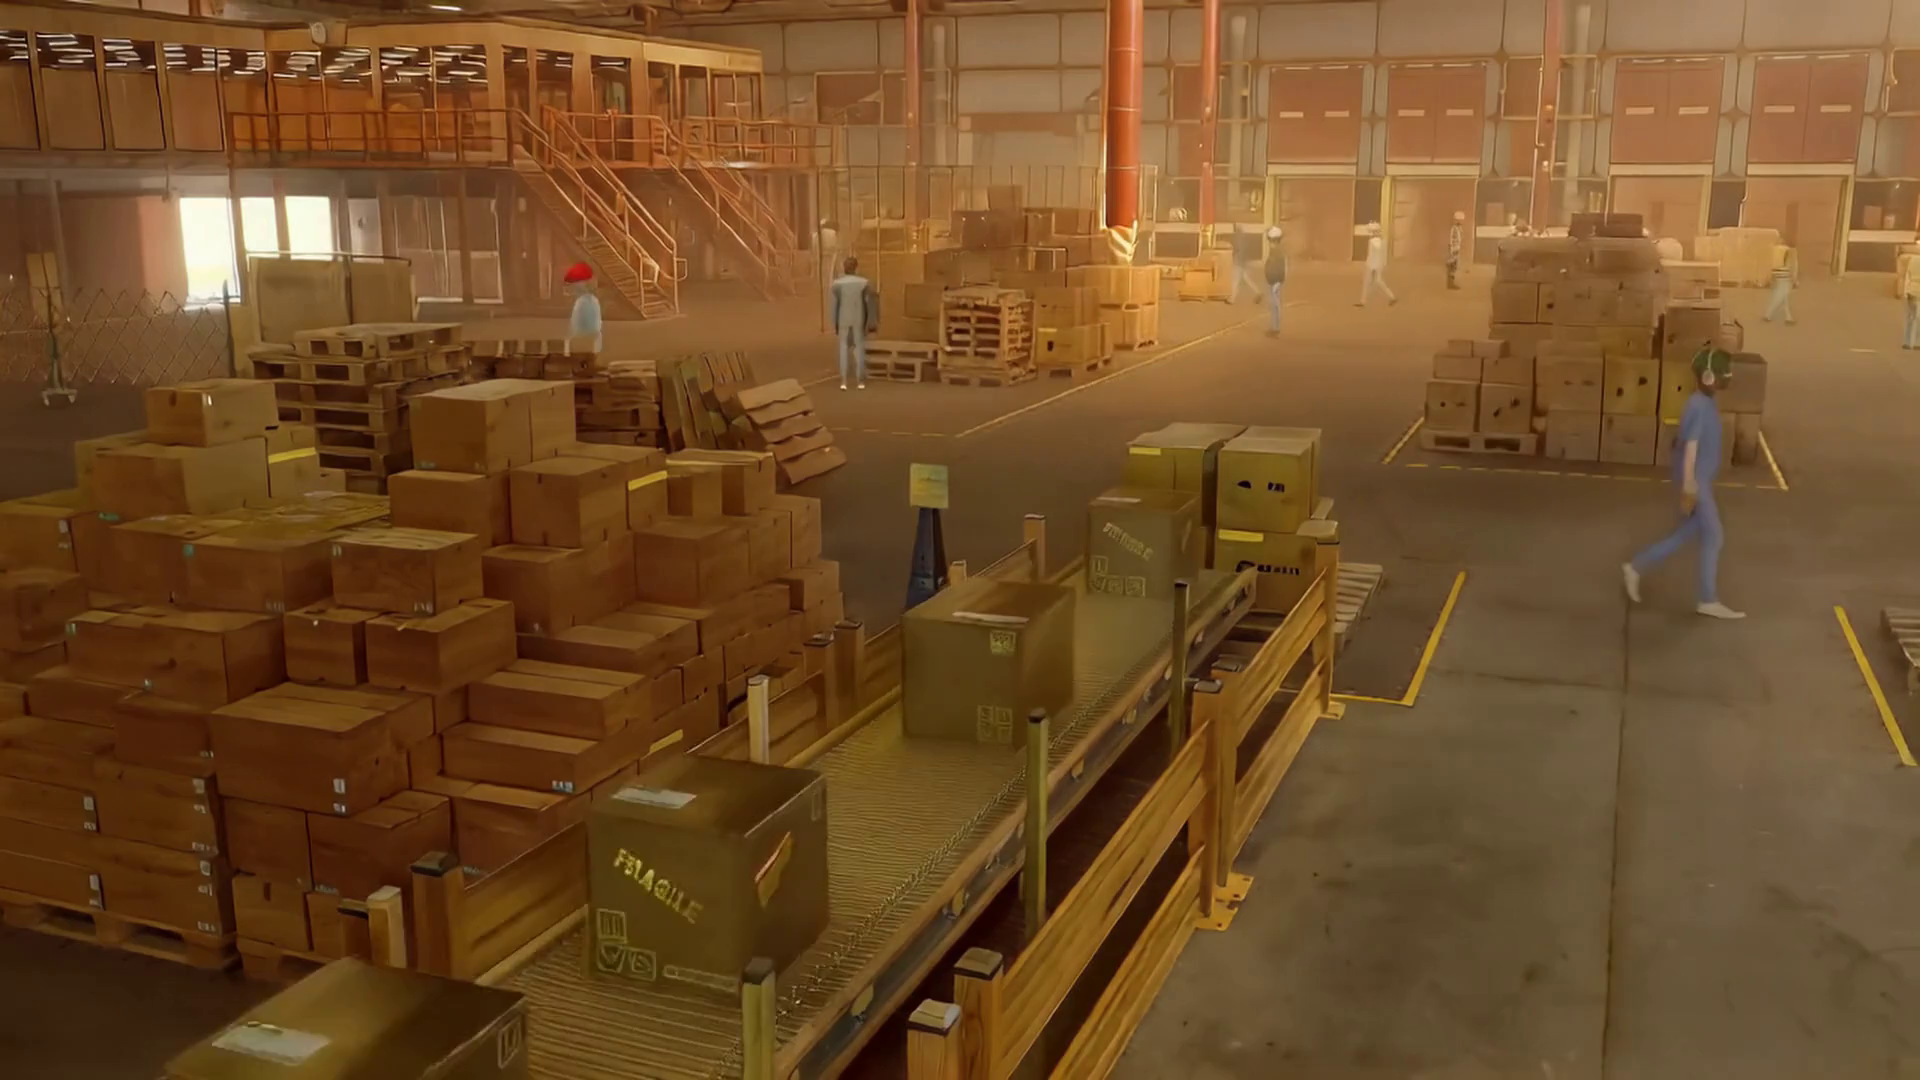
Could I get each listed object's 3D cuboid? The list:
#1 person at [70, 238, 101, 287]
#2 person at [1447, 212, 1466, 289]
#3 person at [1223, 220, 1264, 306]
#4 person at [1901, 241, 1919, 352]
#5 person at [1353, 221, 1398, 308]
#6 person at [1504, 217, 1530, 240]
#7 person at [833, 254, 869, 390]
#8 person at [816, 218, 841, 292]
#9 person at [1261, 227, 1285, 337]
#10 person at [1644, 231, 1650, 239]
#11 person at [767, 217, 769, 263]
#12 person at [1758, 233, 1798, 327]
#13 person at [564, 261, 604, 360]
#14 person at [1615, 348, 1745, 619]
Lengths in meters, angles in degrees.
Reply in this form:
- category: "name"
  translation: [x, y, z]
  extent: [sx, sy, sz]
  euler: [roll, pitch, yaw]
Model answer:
- category: "person"
  translation: [-19.578, -6.202, 37.329]
  extent: [0.660, 1.840, 1.042]
  euler: [-4, 13, -19]
- category: "person"
  translation: [12.662, -7.382, 42.430]
  extent: [0.378, 1.936, 0.548]
  euler: [5, 14, 23]
- category: "person"
  translation: [6.299, -6.115, 36.814]
  extent: [0.807, 1.914, 0.637]
  euler: [7, 14, 29]
- category: "person"
  translation: [16.024, -4.103, 27.746]
  extent: [0.362, 1.928, 0.587]
  euler: [-2, 13, -10]
- category: "person"
  translation: [9.156, -6.027, 36.467]
  extent: [0.899, 1.896, 0.592]
  euler: [3, 13, 13]
- category: "person"
  translation: [12.543, -6.295, 37.530]
  extent: [0.604, 1.949, 0.384]
  euler: [0, 13, 0]
- category: "person"
  translation: [-1.501, -2.996, 22.946]
  extent: [0.500, 1.861, 0.328]
  euler: [-2, 13, -9]
- category: "person"
  translation: [-3.279, -7.145, 41.671]
  extent: [0.633, 1.801, 0.891]
  euler: [1, 13, 3]
- category: "person"
  translation: [5.684, -4.675, 30.183]
  extent: [0.394, 1.985, 0.611]
  euler: [2, 13, 8]
- category: "person"
  translation: [14.754, -5.817, 35.973]
  extent: [0.888, 1.692, 0.492]
  euler: [5, 13, 21]
- category: "person"
  translation: [-5.797, -8.816, 48.786]
  extent: [0.460, 1.977, 0.613]
  euler: [5, 14, 23]
- category: "person"
  translation: [15.874, -5.031, 32.184]
  extent: [0.906, 1.813, 0.627]
  euler: [-3, 13, -13]
- category: "person"
  translation: [-4.105, -2.029, 18.233]
  extent: [0.402, 2.017, 0.658]
  euler: [-5, 13, -20]
- category: "person"
  translation: [4.975, -0.403, 11.345]
  extent: [0.796, 1.845, 0.527]
  euler: [7, 14, 27]
